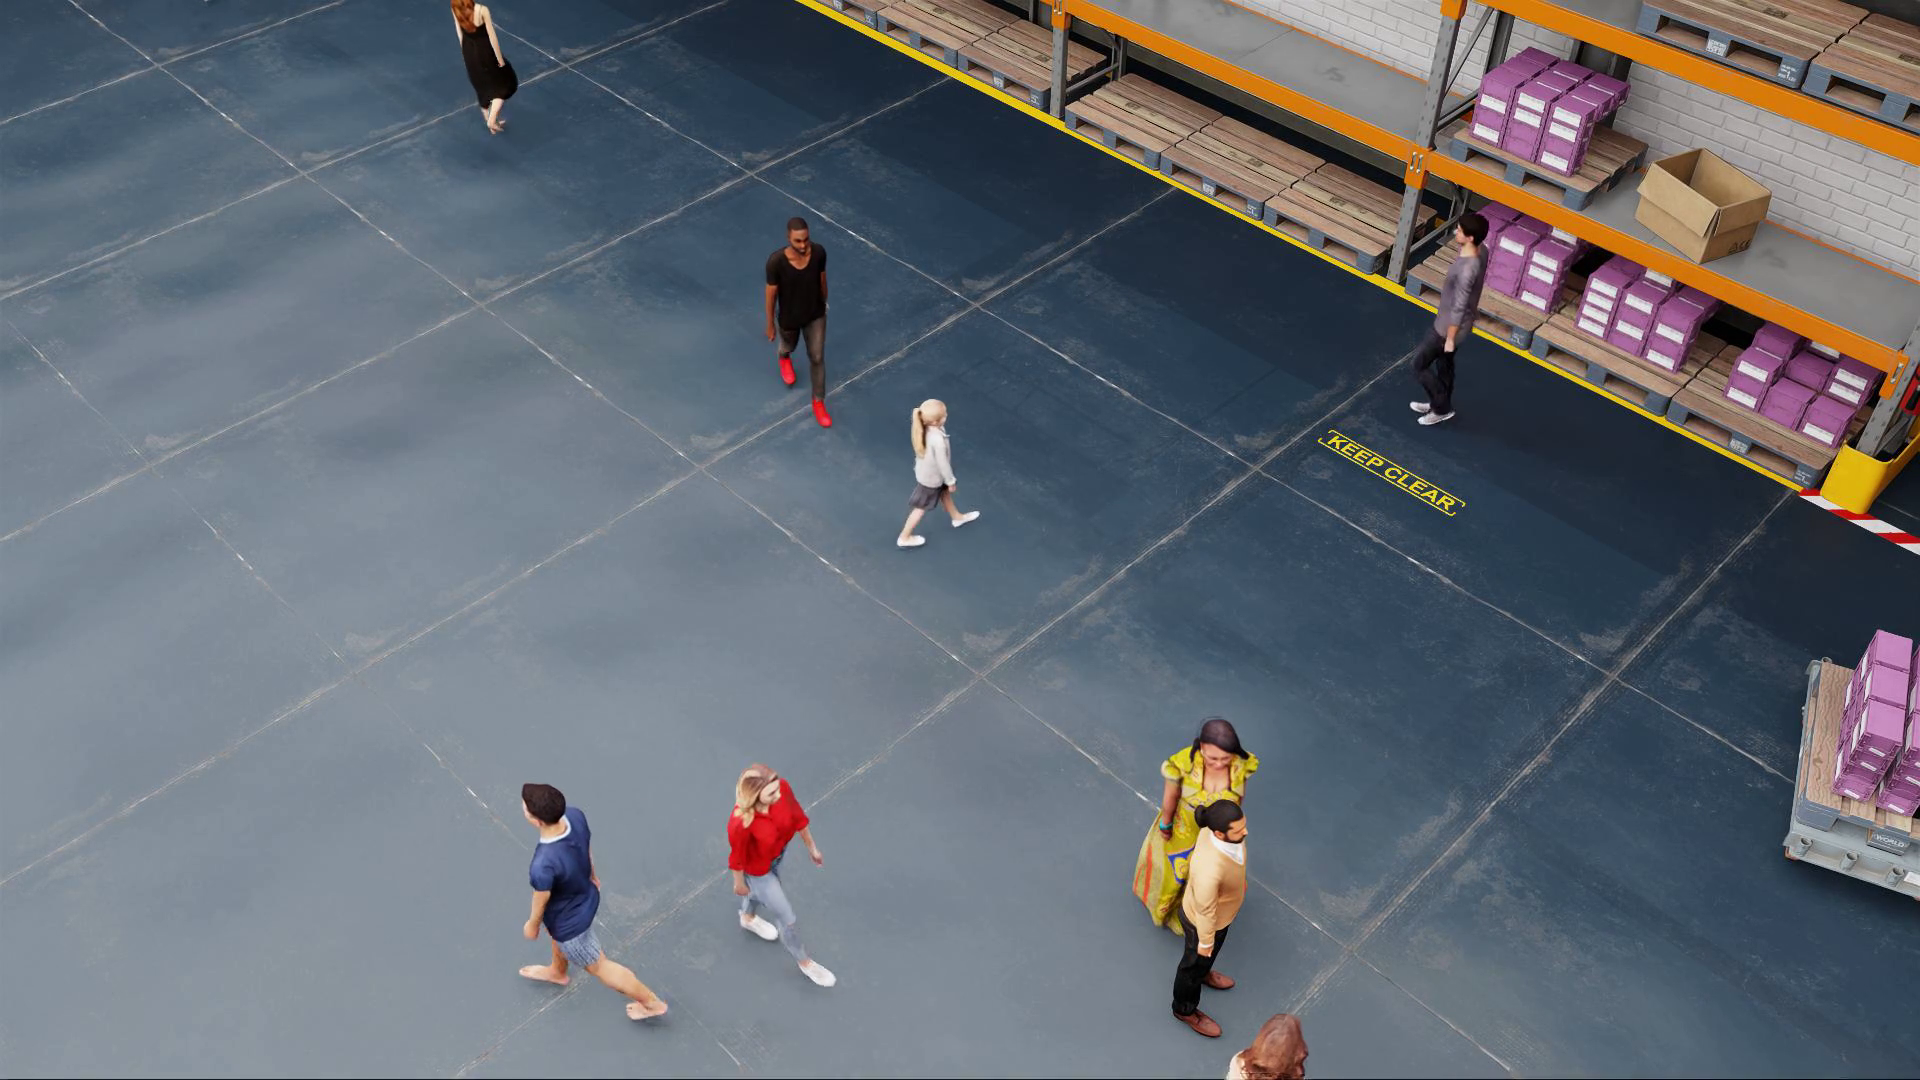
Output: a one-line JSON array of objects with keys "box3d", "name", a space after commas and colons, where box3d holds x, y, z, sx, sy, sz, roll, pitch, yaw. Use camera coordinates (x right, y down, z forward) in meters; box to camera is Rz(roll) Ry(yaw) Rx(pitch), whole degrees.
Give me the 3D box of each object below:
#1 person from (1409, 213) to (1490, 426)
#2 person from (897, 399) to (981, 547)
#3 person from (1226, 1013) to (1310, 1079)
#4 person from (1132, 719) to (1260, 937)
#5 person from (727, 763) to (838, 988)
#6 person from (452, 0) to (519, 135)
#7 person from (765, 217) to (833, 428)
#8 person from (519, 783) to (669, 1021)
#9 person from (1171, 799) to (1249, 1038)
[{"box3d": [3.787, -1.622, 12.486, 0.744, 1.840, 0.756, 20, 47, 20], "name": "person"}, {"box3d": [-0.252, -0.448, 11.686, 0.821, 1.243, 0.897, -13, 45, -13], "name": "person"}, {"box3d": [1.334, 2.898, 7.851, 1.098, 1.688, 0.736, 28, 50, 26], "name": "person"}, {"box3d": [1.351, 1.554, 9.283, 0.999, 1.659, 1.024, -6, 44, -7], "name": "person"}, {"box3d": [-1.127, 1.723, 9.096, 1.027, 1.672, 0.780, 21, 47, 21], "name": "person"}, {"box3d": [-4.560, -4.531, 15.701, 0.744, 1.618, 0.798, 12, 45, 13], "name": "person"}, {"box3d": [-1.244, -1.775, 12.702, 0.999, 1.764, 1.242, -14, 45, -14], "name": "person"}, {"box3d": [-1.978, 1.952, 8.748, 1.211, 1.820, 1.045, 6, 44, 7], "name": "person"}, {"box3d": [1.323, 1.952, 8.796, 0.746, 1.755, 0.748, 14, 45, 14], "name": "person"}]
